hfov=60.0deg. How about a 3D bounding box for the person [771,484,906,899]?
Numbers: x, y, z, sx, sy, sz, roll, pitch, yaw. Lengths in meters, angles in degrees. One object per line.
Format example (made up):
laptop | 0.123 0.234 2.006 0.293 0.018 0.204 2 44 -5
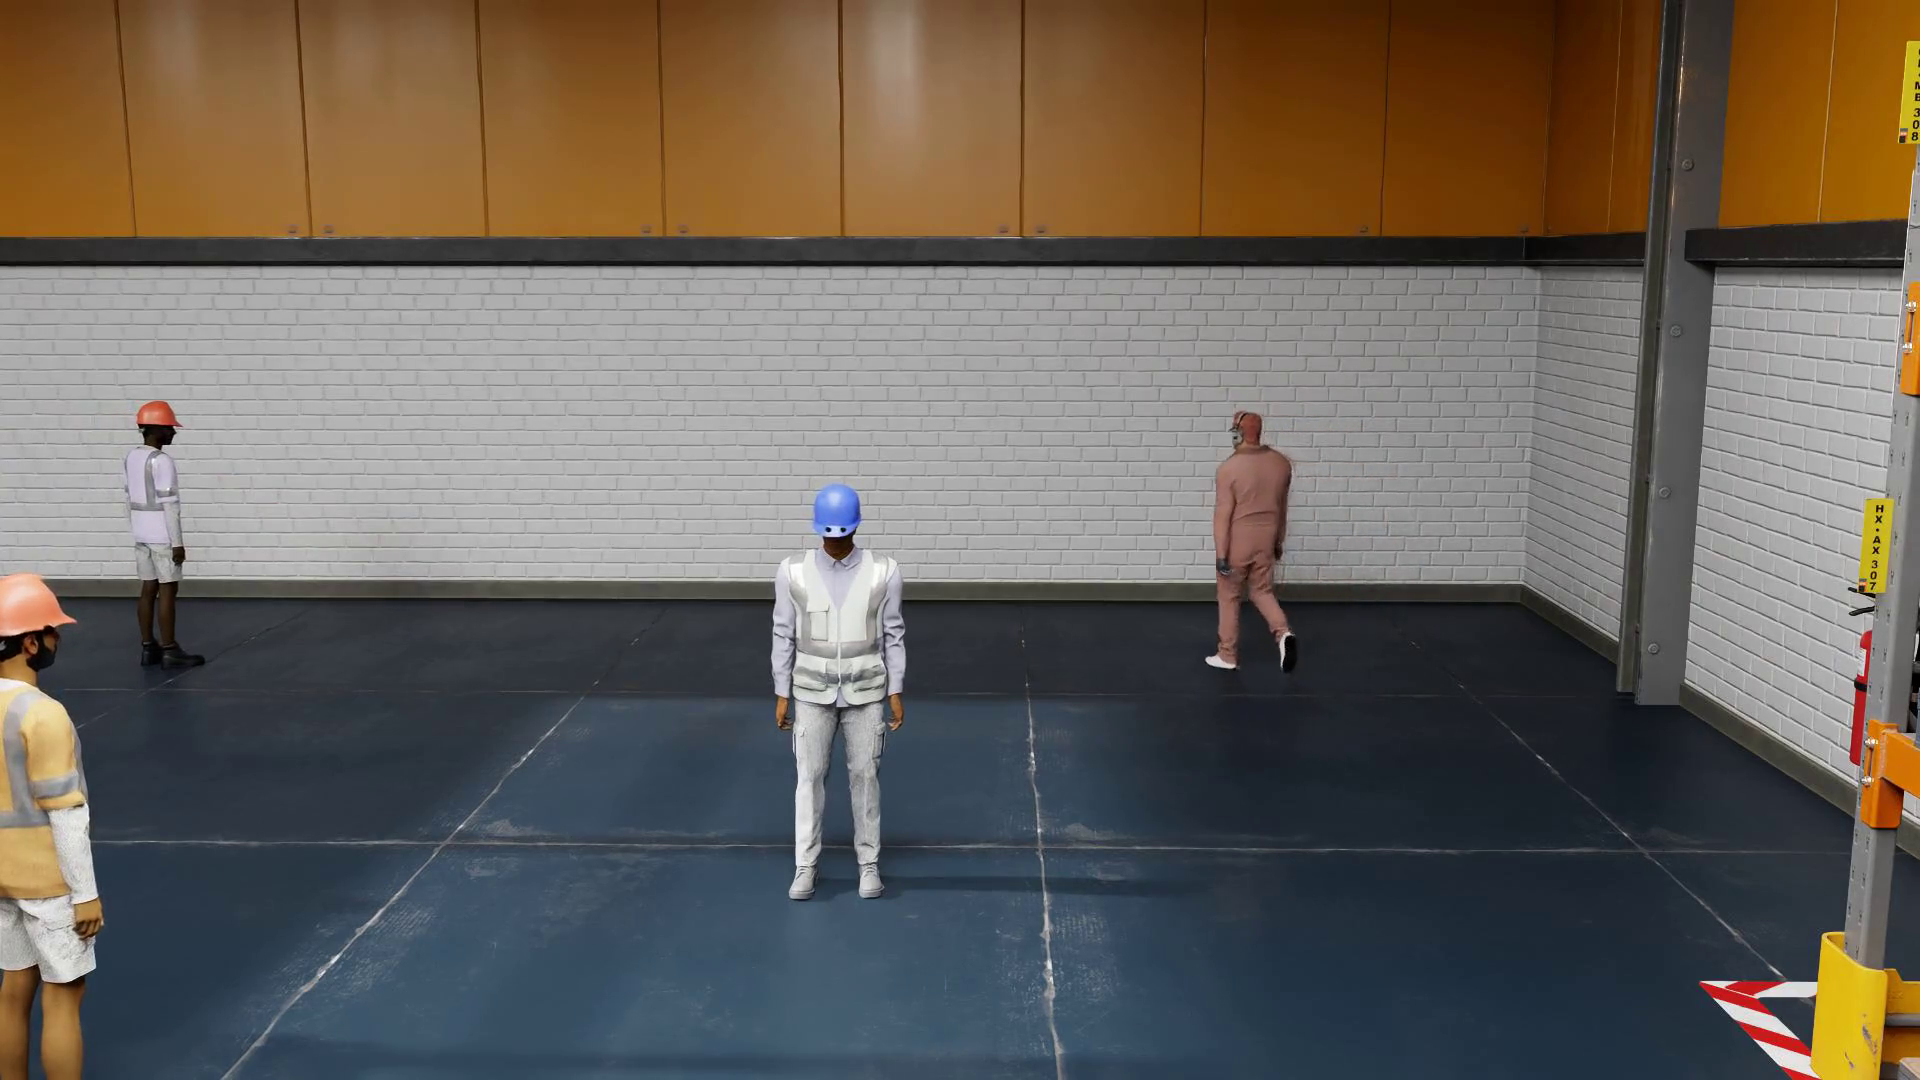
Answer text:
person | -0.553 0.696 7.618 0.616 1.933 0.414 -1 9 -3

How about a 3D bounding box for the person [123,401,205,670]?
person | -5.759 -0.034 11.995 0.548 1.934 0.374 7 12 35

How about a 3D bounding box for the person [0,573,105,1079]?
person | -2.975 1.067 5.386 0.543 1.941 0.353 5 11 28

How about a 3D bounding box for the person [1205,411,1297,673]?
person | 2.067 0.030 11.754 0.654 1.885 0.709 -4 10 -25
